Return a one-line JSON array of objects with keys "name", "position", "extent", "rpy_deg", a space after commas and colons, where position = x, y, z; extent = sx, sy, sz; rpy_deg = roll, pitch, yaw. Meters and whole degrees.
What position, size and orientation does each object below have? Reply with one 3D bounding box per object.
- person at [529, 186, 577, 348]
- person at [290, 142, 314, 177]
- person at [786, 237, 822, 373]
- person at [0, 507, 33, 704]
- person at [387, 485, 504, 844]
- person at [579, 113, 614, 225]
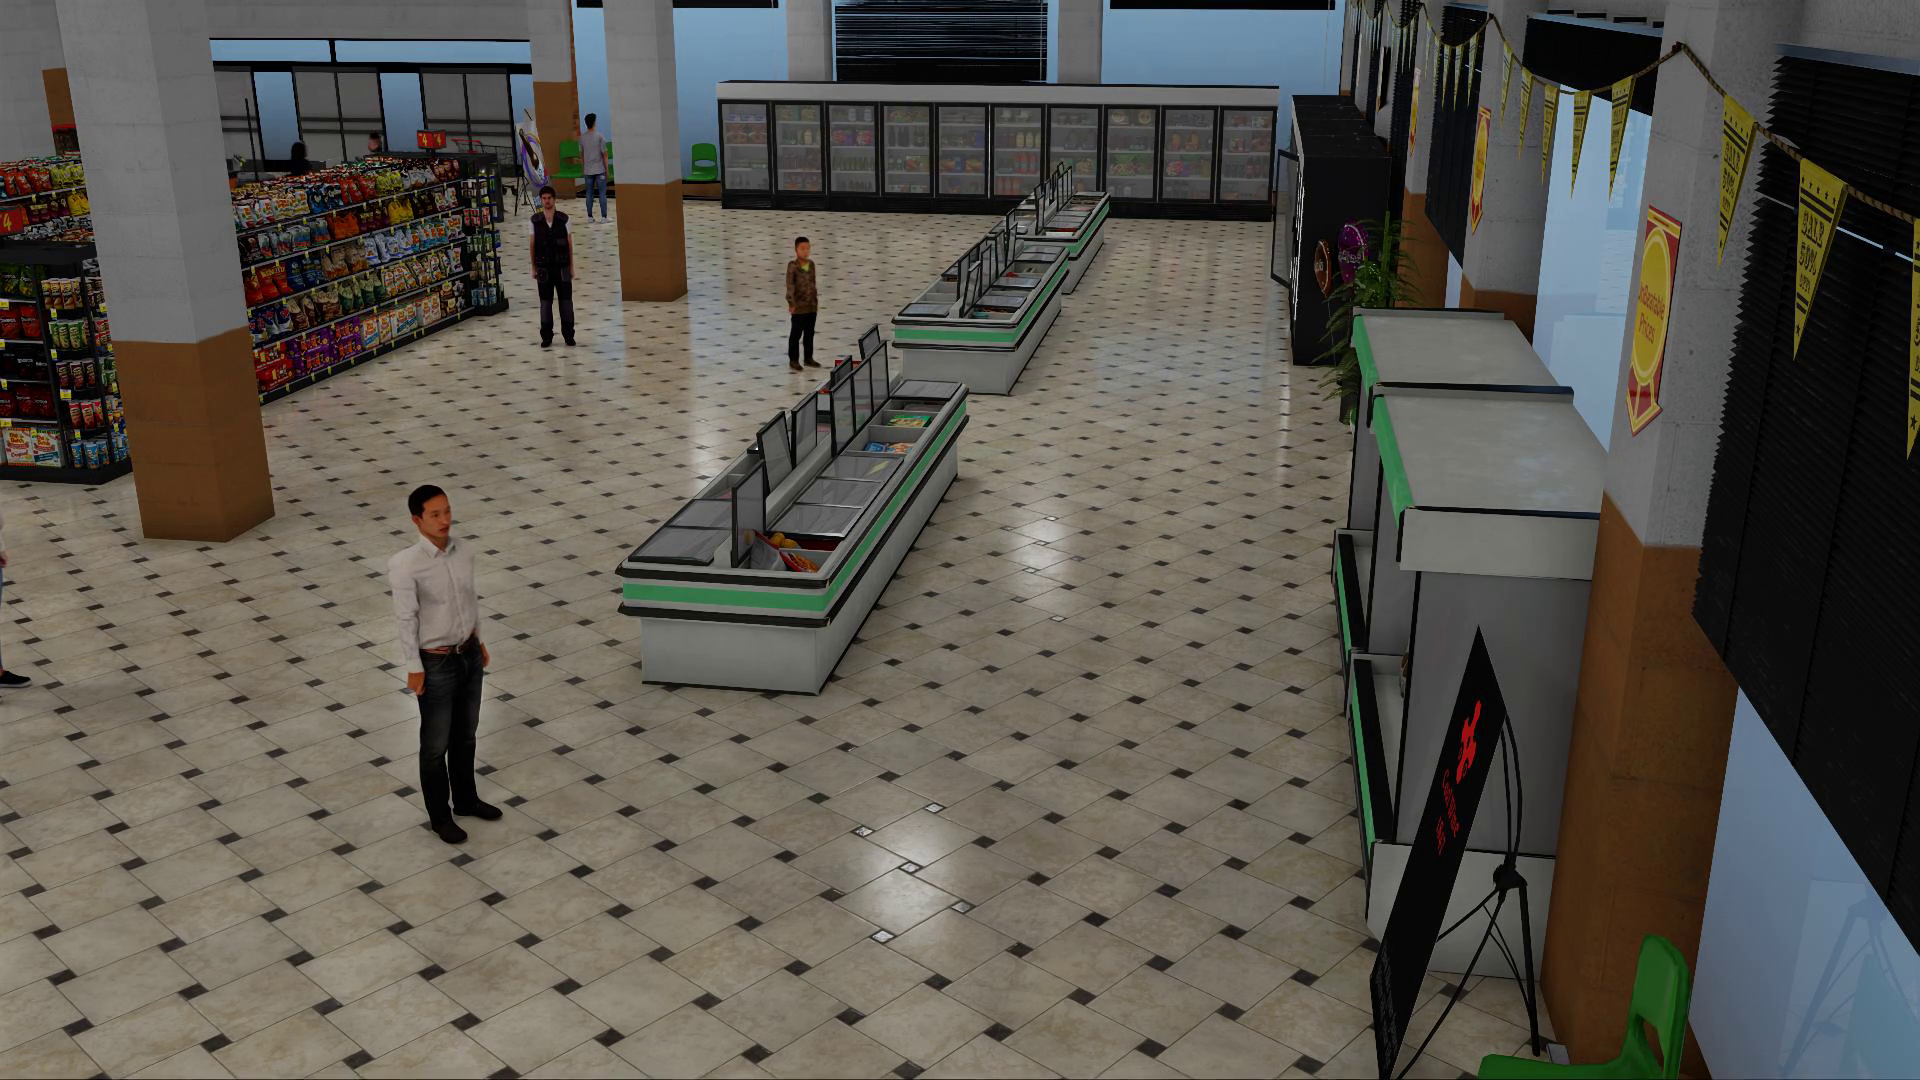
[{"name": "person", "position": [-4.761, -3.203, 19.449], "extent": [0.731, 1.849, 0.719], "rpy_deg": [-5, 19, -15]}, {"name": "person", "position": [-10.222, -5.331, 25.951], "extent": [0.693, 1.726, 0.715], "rpy_deg": [11, 21, 29]}, {"name": "person", "position": [-1.728, -2.606, 18.294], "extent": [0.740, 1.454, 0.656], "rpy_deg": [17, 25, 41]}, {"name": "person", "position": [-5.845, 0.127, 9.818], "extent": [0.663, 1.692, 0.468], "rpy_deg": [3, 19, 9]}, {"name": "person", "position": [-2.563, 0.590, 8.258], "extent": [0.785, 1.811, 0.624], "rpy_deg": [10, 21, 28]}, {"name": "person", "position": [-6.442, -6.547, 29.303], "extent": [0.659, 1.890, 0.544], "rpy_deg": [3, 19, 9]}]
